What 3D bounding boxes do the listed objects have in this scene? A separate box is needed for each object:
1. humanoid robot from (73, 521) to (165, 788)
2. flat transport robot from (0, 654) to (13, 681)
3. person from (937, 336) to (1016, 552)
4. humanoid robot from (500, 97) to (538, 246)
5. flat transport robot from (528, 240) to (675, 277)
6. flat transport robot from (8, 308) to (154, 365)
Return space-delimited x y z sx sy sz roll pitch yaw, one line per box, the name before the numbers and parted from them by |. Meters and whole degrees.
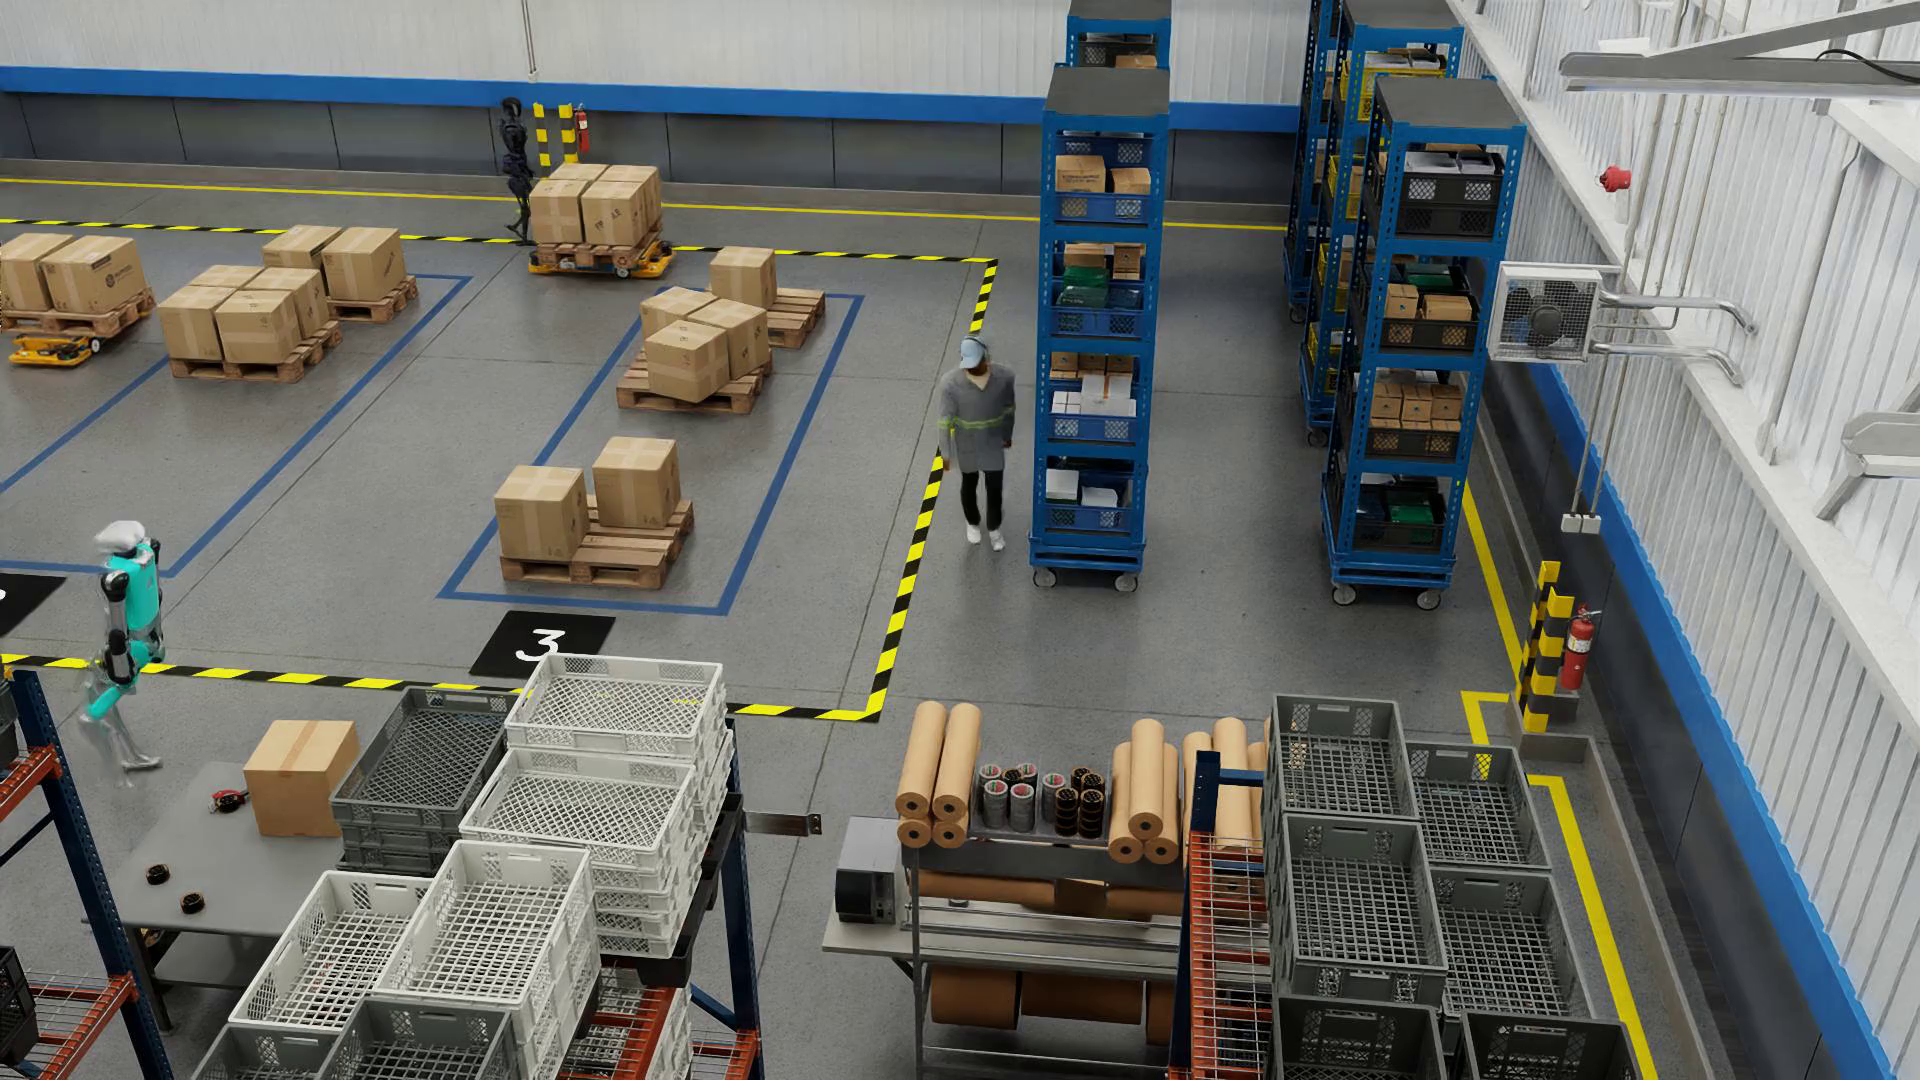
humanoid robot | -5.111 0.706 10.030 0.799 1.799 0.545 1 30 1
flat transport robot | -7.142 0.969 11.010 1.431 0.231 0.659 3 30 6
person | 0.124 -0.733 12.396 0.607 1.813 0.619 -4 30 -7
humanoid robot | -4.848 -4.023 18.182 0.376 1.641 0.612 -2 30 -3
flat transport robot | -3.858 -3.060 17.901 1.431 0.197 0.652 3 30 6
flat transport robot | -8.568 -2.084 16.225 0.652 0.197 1.431 3 30 6
